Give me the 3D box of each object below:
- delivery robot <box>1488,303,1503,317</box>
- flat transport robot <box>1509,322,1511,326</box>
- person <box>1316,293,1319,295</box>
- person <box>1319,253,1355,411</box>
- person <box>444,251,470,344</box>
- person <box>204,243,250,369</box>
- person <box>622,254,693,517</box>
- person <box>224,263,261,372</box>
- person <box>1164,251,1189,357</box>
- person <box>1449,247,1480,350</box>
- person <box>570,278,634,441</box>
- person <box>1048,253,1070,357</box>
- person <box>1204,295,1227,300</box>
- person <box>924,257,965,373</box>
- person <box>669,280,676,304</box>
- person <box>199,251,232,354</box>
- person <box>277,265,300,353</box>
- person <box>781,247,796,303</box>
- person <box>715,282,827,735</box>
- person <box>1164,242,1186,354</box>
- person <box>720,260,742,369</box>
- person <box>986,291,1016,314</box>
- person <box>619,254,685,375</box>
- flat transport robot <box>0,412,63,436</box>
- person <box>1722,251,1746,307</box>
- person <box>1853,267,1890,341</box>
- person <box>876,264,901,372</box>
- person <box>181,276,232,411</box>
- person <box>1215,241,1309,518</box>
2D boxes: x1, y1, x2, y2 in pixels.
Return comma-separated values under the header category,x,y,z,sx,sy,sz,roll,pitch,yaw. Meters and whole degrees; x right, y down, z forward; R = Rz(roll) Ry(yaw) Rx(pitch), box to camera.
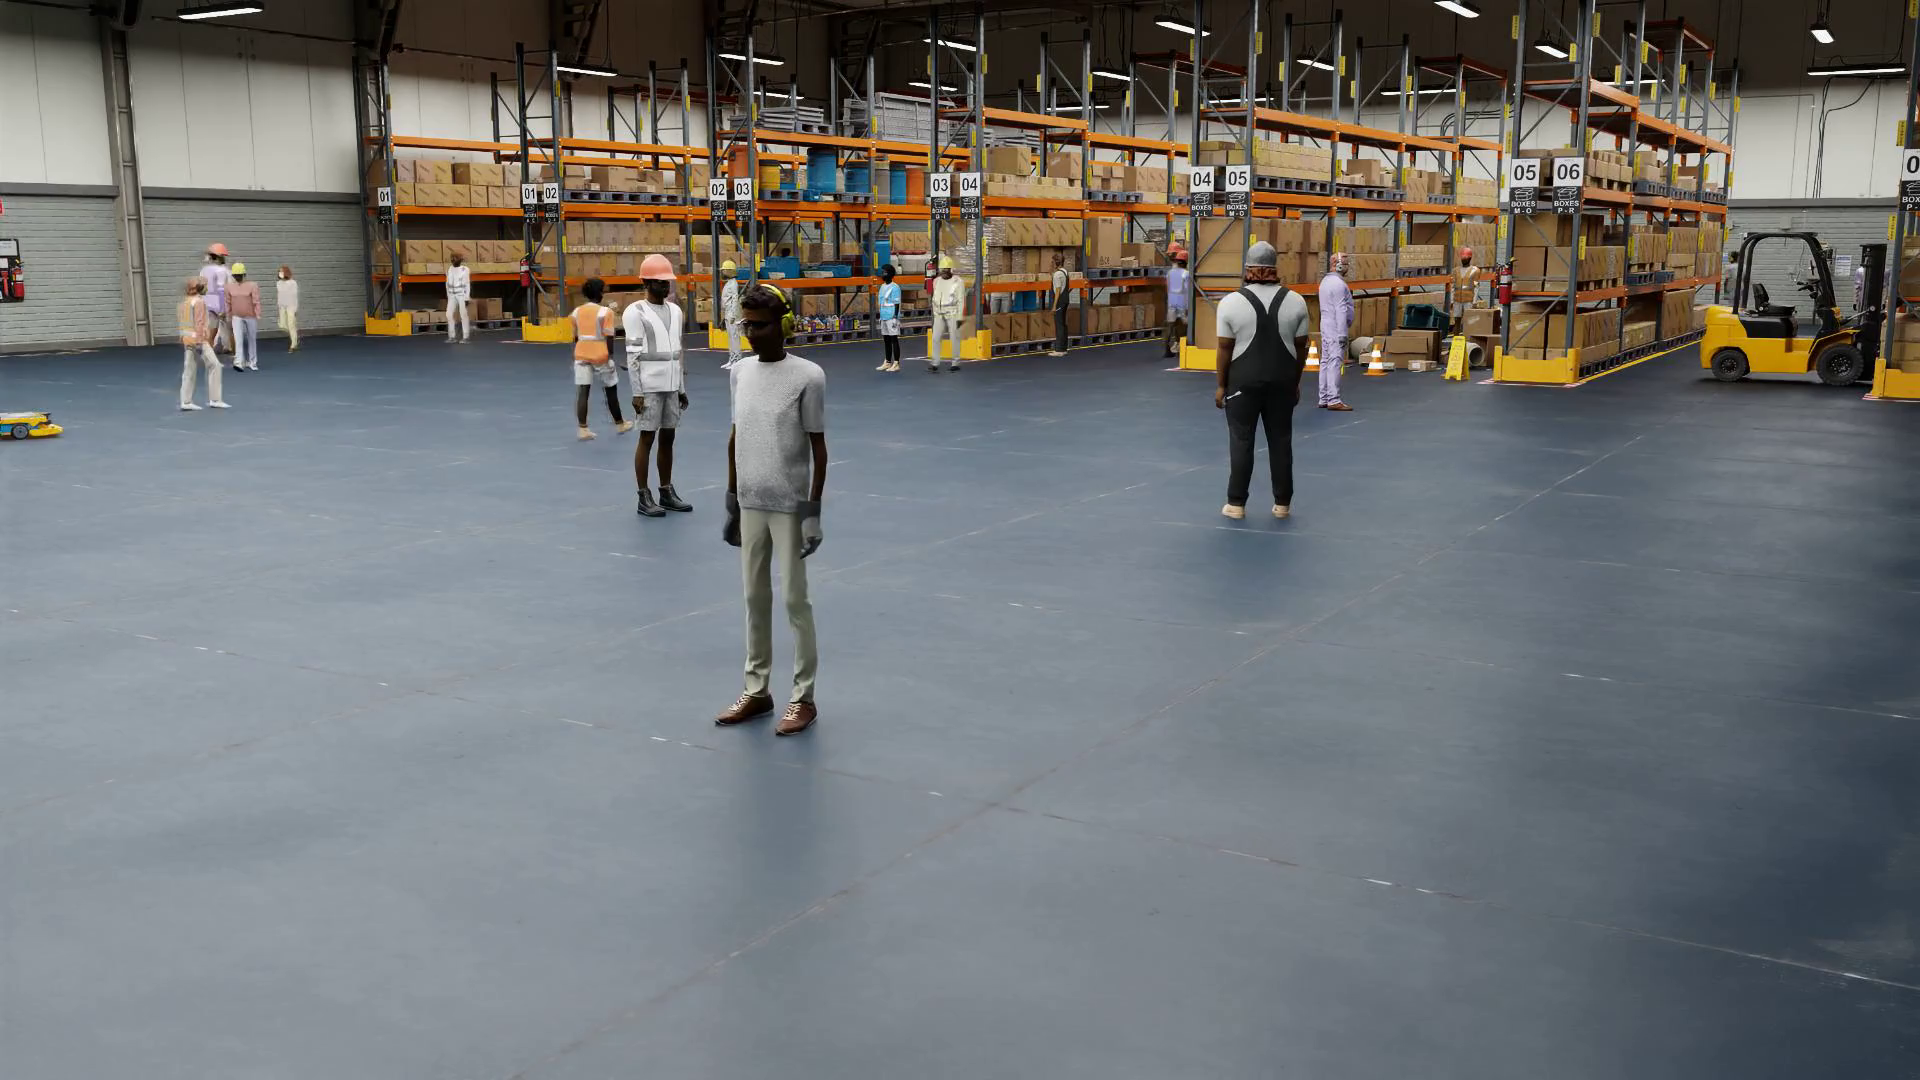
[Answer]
category,x,y,z,sx,sy,sz,roll,pitch,yaw
delivery robot,12.990,-5.524,40.526,0.707,0.478,0.477,0,10,0
flat transport robot,13.887,-5.335,40.530,0.652,0.197,1.431,7,12,34
person,8.135,-5.367,36.922,0.527,1.620,0.586,8,13,37
person,4.585,-2.529,20.230,0.410,1.909,0.643,-1,10,-6
person,-10.136,-4.856,33.403,0.602,1.856,0.742,4,11,19
person,-11.883,-3.766,26.872,0.629,2.012,0.865,7,12,35
person,-2.238,-1.147,12.403,0.361,1.938,0.545,7,12,33
person,-11.270,-3.497,26.181,0.544,1.699,0.932,-3,10,-14
person,3.940,-4.209,29.685,0.570,1.881,0.994,8,13,39
person,9.467,-4.514,31.252,0.543,1.942,0.349,8,13,38
person,-3.727,-1.881,17.258,0.557,1.656,0.819,4,11,21
person,1.777,-4.207,29.807,0.345,1.845,0.508,4,11,22
person,4.802,-4.382,30.725,0.593,1.882,0.913,7,12,33
person,-0.246,-3.477,25.830,0.619,1.795,0.822,6,12,32
person,-5.870,-4.663,32.946,0.498,1.633,0.282,-3,11,-17
person,-13.555,-4.270,30.070,0.677,1.866,0.948,4,11,21
person,-12.472,-4.293,30.921,0.506,1.622,0.403,4,11,22
person,-4.127,-5.887,38.964,0.608,1.943,0.835,6,12,29
person,-0.785,-0.126,6.897,0.514,1.864,0.325,6,12,30
person,3.932,-4.420,30.447,0.396,2.038,0.615,-1,10,-4
person,-3.713,-3.633,26.867,0.297,1.745,0.484,-4,11,-20
person,0.809,-4.812,32.973,0.631,1.932,0.372,0,10,0
person,-4.724,-3.436,25.487,1.017,1.846,0.644,-3,11,-16
flat transport robot,-10.152,-1.170,17.199,1.431,0.197,0.652,-8,13,-39
person,17.662,-5.662,37.959,0.545,1.836,0.394,-2,10,-9
person,17.268,-4.554,31.554,0.580,1.918,0.401,5,11,28
person,-1.117,-3.491,26.205,0.320,1.698,0.531,-6,12,-30
person,-9.156,-2.371,20.127,0.666,1.611,0.548,-9,13,-40
person,2.196,-1.178,12.290,0.674,2.000,0.537,-1,10,-4
